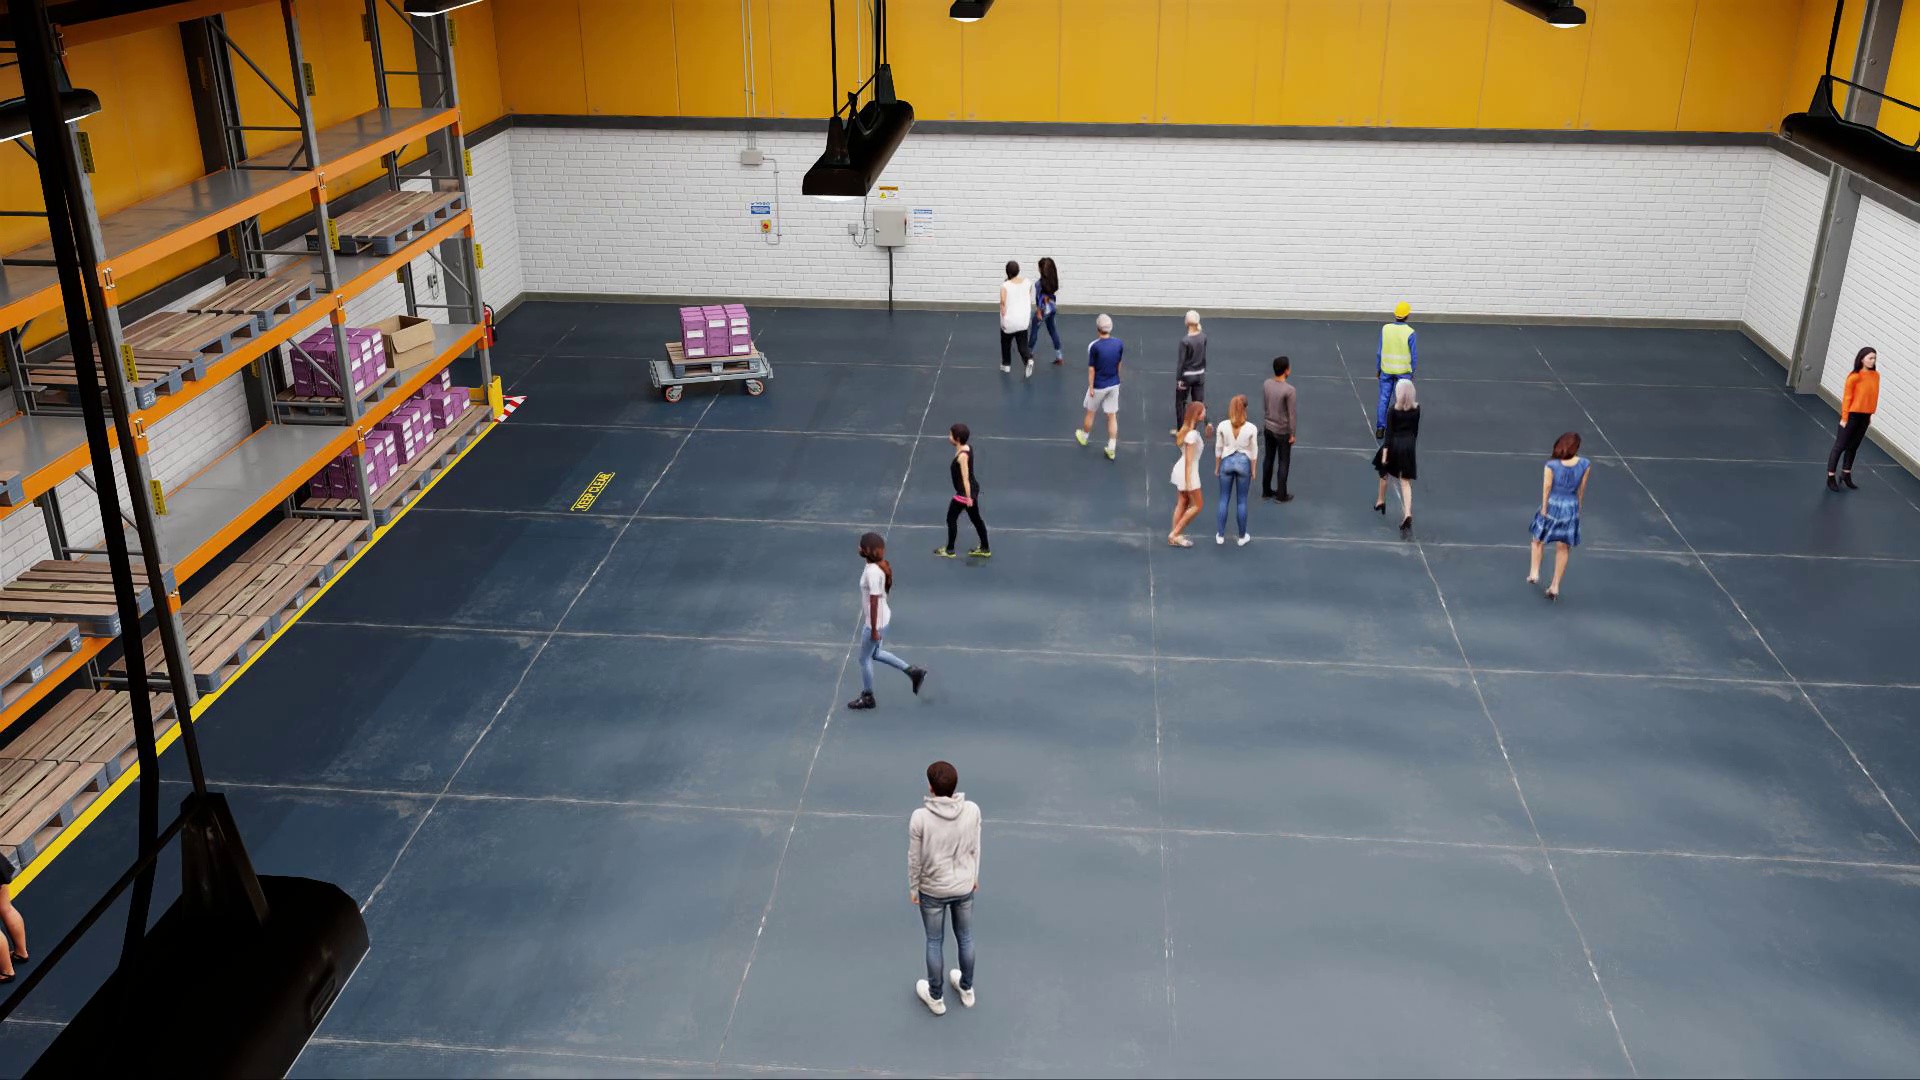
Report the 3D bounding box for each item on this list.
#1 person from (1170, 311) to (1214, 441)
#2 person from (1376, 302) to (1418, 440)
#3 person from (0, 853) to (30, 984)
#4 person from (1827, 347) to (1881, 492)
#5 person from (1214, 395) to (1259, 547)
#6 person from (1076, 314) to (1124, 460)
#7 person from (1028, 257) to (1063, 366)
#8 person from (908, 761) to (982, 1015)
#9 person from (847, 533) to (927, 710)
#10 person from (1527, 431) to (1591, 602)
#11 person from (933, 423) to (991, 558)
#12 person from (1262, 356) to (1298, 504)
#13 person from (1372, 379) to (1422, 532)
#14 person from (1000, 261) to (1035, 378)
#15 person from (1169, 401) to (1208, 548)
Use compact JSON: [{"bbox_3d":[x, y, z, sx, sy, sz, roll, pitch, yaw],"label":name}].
[{"bbox_3d":[3.014,-2.092,21.324,0.890,1.710,1.015,-12,26,-26],"label":"person"},{"bbox_3d":[5.604,-2.182,21.401,0.740,1.813,0.715,11,26,24],"label":"person"},{"bbox_3d":[-6.718,2.277,11.374,0.646,1.674,0.511,0,24,1],"label":"person"},{"bbox_3d":[10.663,-1.459,19.829,0.700,1.748,0.696,-8,25,-18],"label":"person"},{"bbox_3d":[3.027,-0.775,18.301,0.651,1.719,0.577,7,24,15],"label":"person"},{"bbox_3d":[1.843,-1.893,20.754,0.895,1.802,1.129,-7,25,-16],"label":"person"},{"bbox_3d":[1.310,-3.312,24.267,1.029,1.589,1.003,20,30,38],"label":"person"},{"bbox_3d":[-0.084,2.307,11.086,0.745,1.851,0.733,-8,25,-18],"label":"person"},{"bbox_3d":[-0.675,0.739,14.858,0.718,1.703,0.914,-1,24,-2],"label":"person"},{"bbox_3d":[6.133,-0.212,16.930,0.642,1.785,0.744,2,24,4],"label":"person"},{"bbox_3d":[0.123,-0.505,17.932,0.658,1.521,0.790,4,24,9],"label":"person"},{"bbox_3d":[3.673,-1.297,19.438,0.752,1.765,0.809,16,28,32],"label":"person"},{"bbox_3d":[4.975,-0.924,18.661,0.847,1.703,1.228,-6,24,-14],"label":"person"},{"bbox_3d":[0.802,-3.136,23.775,0.948,1.660,1.134,-9,25,-20],"label":"person"},{"bbox_3d":[2.404,-0.703,18.177,0.677,1.686,0.526,0,24,0],"label":"person"}]
